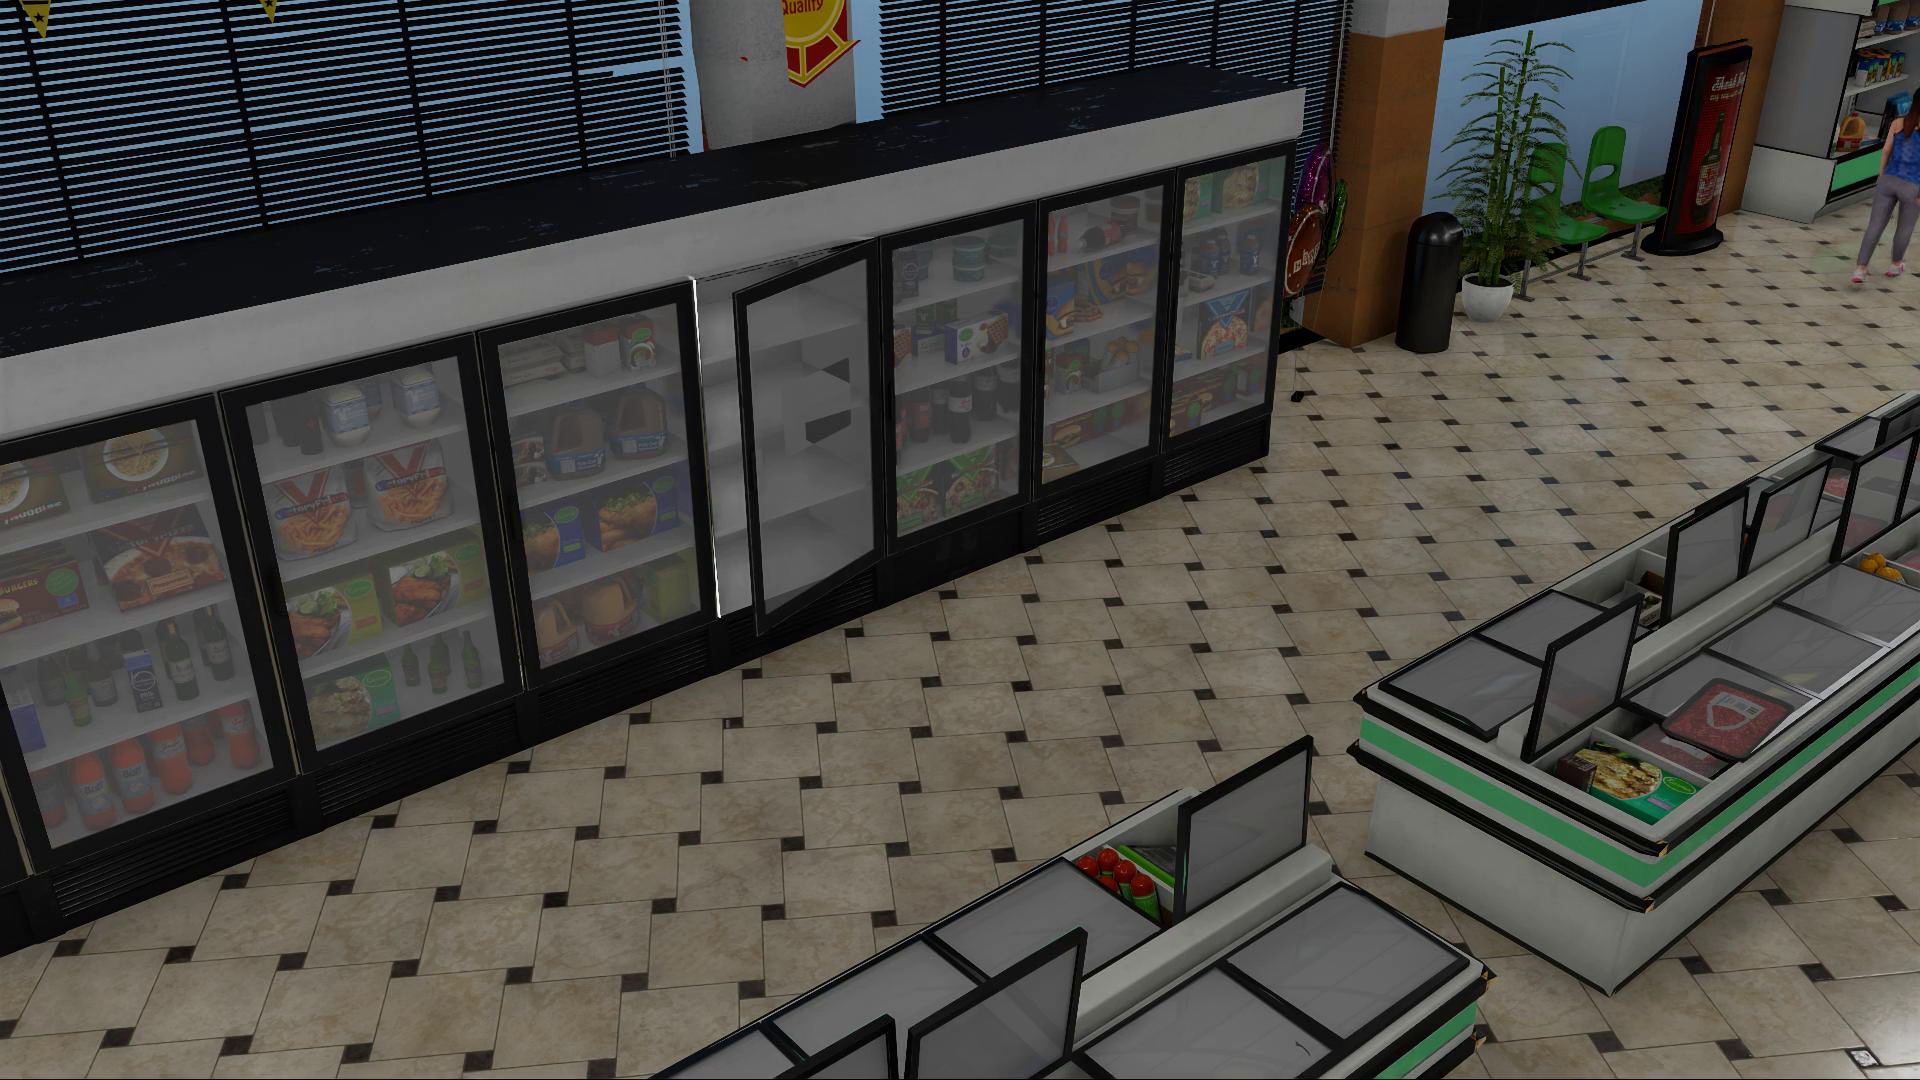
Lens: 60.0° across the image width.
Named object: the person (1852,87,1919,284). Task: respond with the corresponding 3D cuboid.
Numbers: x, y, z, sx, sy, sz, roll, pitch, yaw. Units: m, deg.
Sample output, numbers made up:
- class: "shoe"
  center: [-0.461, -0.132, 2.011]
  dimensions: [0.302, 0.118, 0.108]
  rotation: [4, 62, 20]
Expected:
- class: "person"
  center: [7.427, -2.769, 13.193]
  dimensions: [0.620, 1.570, 1.065]
  rotation: [24, 35, 38]
